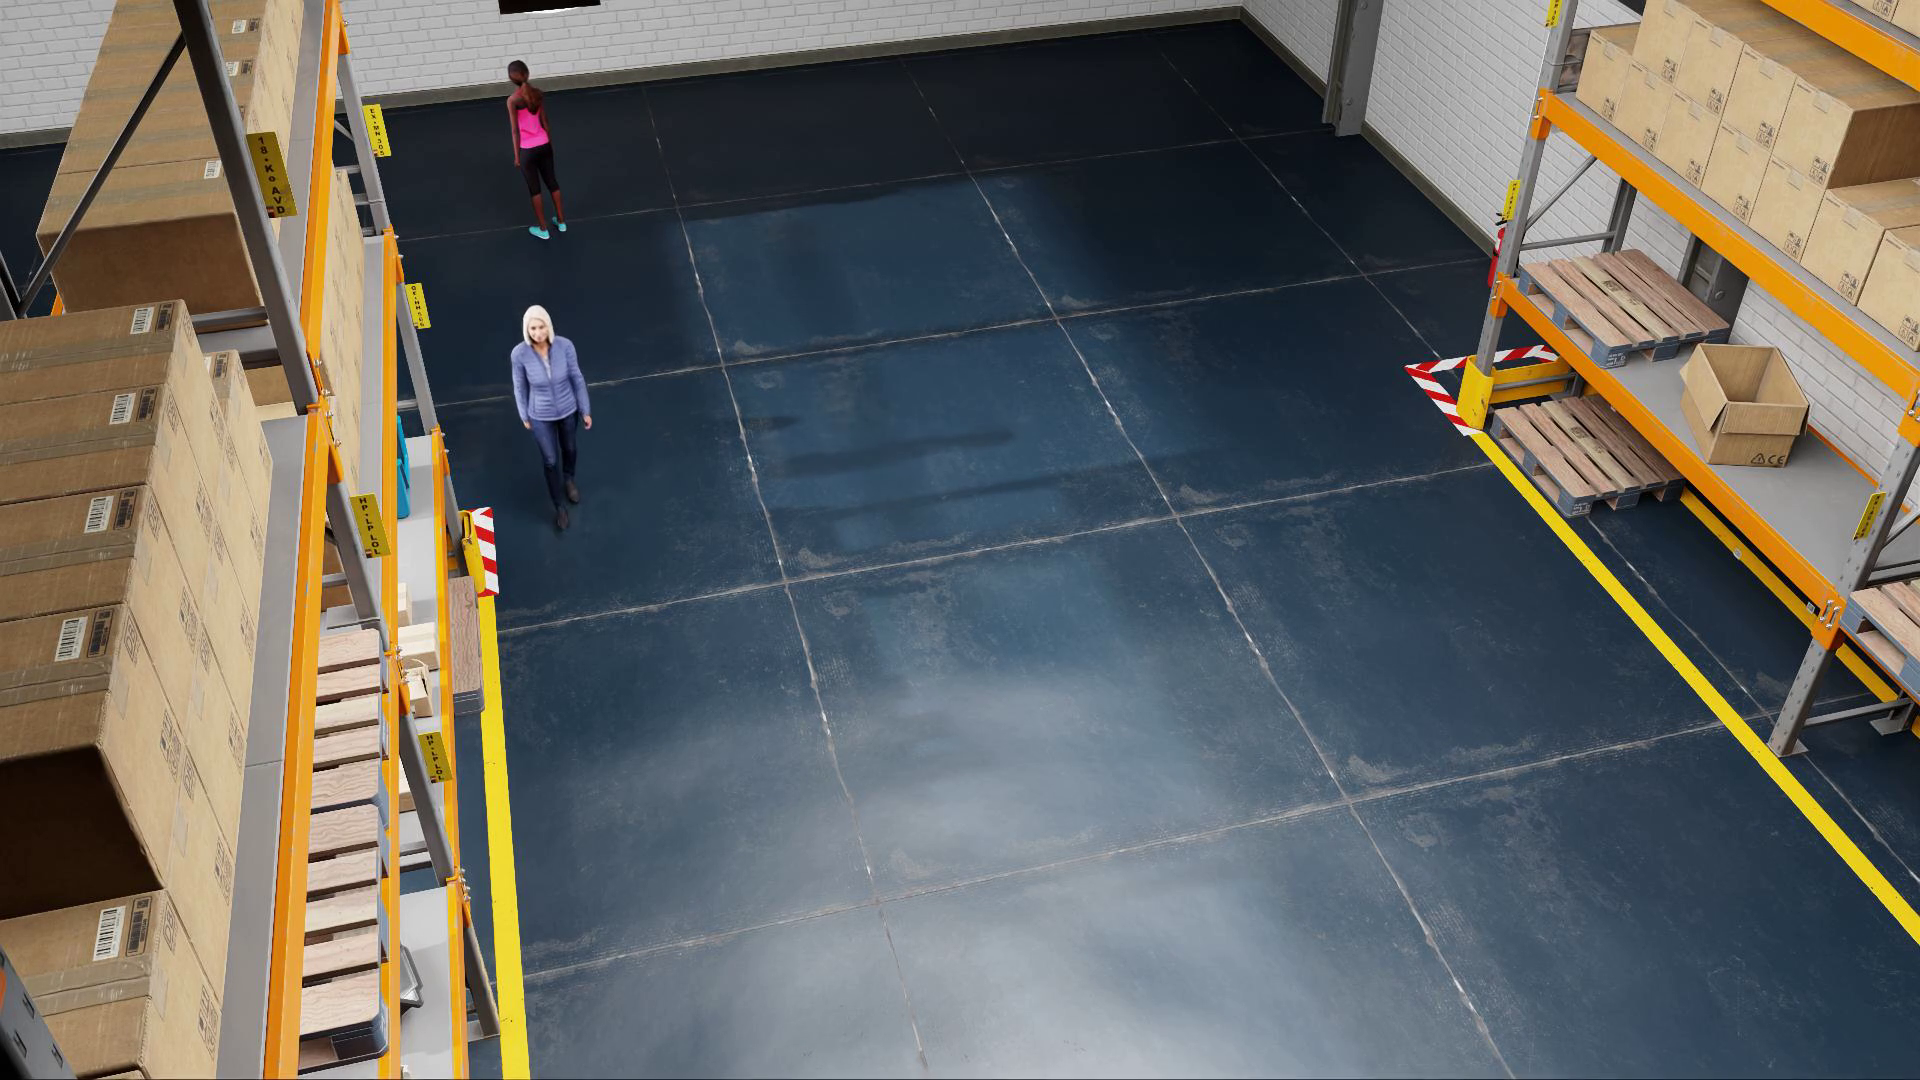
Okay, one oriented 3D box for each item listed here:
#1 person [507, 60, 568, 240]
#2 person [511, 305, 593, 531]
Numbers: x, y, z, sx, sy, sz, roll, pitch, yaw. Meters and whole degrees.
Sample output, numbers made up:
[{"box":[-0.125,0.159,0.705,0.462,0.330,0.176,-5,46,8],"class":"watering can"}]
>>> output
[{"box":[-3.992,-3.663,15.588,0.659,1.724,0.686,-31,48,-33],"class":"person"},{"box":[-3.009,-1.009,12.266,0.730,1.722,0.913,-17,42,-20],"class":"person"}]
